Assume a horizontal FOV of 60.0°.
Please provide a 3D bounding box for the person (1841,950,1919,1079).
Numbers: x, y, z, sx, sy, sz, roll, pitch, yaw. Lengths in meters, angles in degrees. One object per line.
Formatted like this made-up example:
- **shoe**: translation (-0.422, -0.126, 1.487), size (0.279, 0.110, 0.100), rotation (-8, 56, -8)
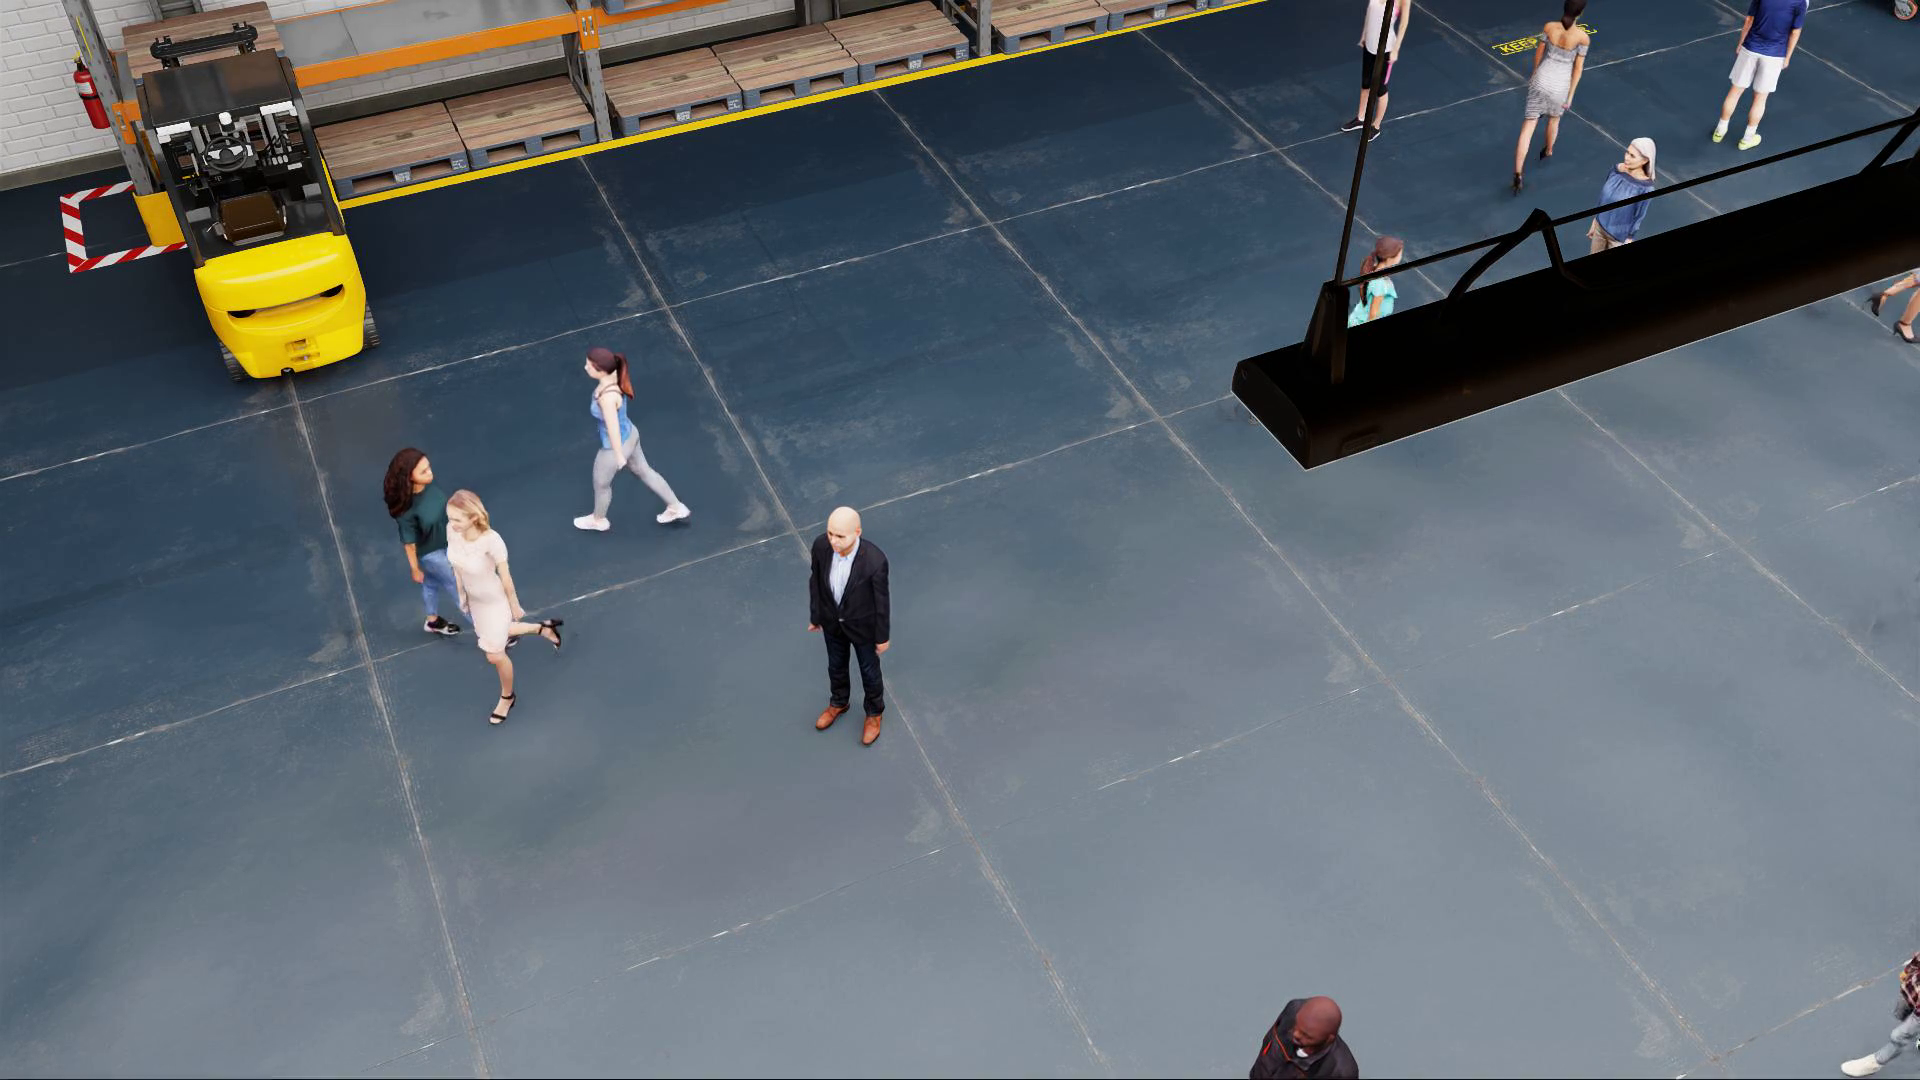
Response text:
- **person**: translation (5.000, 2.314, 8.466), size (0.893, 1.293, 0.682), rotation (-6, 44, -6)

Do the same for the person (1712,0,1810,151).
- **person**: translation (7.340, -4.469, 15.192), size (0.708, 1.836, 0.692), rotation (28, 50, 26)

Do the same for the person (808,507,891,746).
- **person**: translation (-0.658, 0.482, 10.022), size (0.763, 1.800, 0.815), rotation (16, 46, 16)

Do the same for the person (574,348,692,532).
- **person**: translation (-2.267, -0.672, 11.395), size (1.115, 1.578, 0.905), rotation (4, 44, 4)

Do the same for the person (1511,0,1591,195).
- **person**: translation (5.136, -3.889, 14.626), size (0.971, 1.778, 1.164), rotation (25, 49, 24)

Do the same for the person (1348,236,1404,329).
- **person**: translation (2.955, -1.567, 12.357), size (0.683, 1.546, 0.659), rotation (-1, 44, -1)

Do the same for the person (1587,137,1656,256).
- **person**: translation (5.175, -2.418, 13.140), size (0.542, 1.697, 0.599), rotation (-18, 46, -18)

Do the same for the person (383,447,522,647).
- **person**: translation (-3.440, 0.045, 10.630), size (1.049, 1.594, 0.921), rotation (7, 44, 7)

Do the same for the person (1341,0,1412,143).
- **person**: translation (3.881, -4.544, 15.308), size (0.563, 1.786, 0.636), rotation (-25, 49, -24)

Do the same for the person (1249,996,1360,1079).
- **person**: translation (1.572, 2.629, 7.754), size (0.604, 1.820, 0.703), rotation (-21, 47, -20)

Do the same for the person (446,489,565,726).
- **person**: translation (-2.815, 0.320, 10.186), size (0.865, 1.807, 1.046), rotation (25, 49, 24)
